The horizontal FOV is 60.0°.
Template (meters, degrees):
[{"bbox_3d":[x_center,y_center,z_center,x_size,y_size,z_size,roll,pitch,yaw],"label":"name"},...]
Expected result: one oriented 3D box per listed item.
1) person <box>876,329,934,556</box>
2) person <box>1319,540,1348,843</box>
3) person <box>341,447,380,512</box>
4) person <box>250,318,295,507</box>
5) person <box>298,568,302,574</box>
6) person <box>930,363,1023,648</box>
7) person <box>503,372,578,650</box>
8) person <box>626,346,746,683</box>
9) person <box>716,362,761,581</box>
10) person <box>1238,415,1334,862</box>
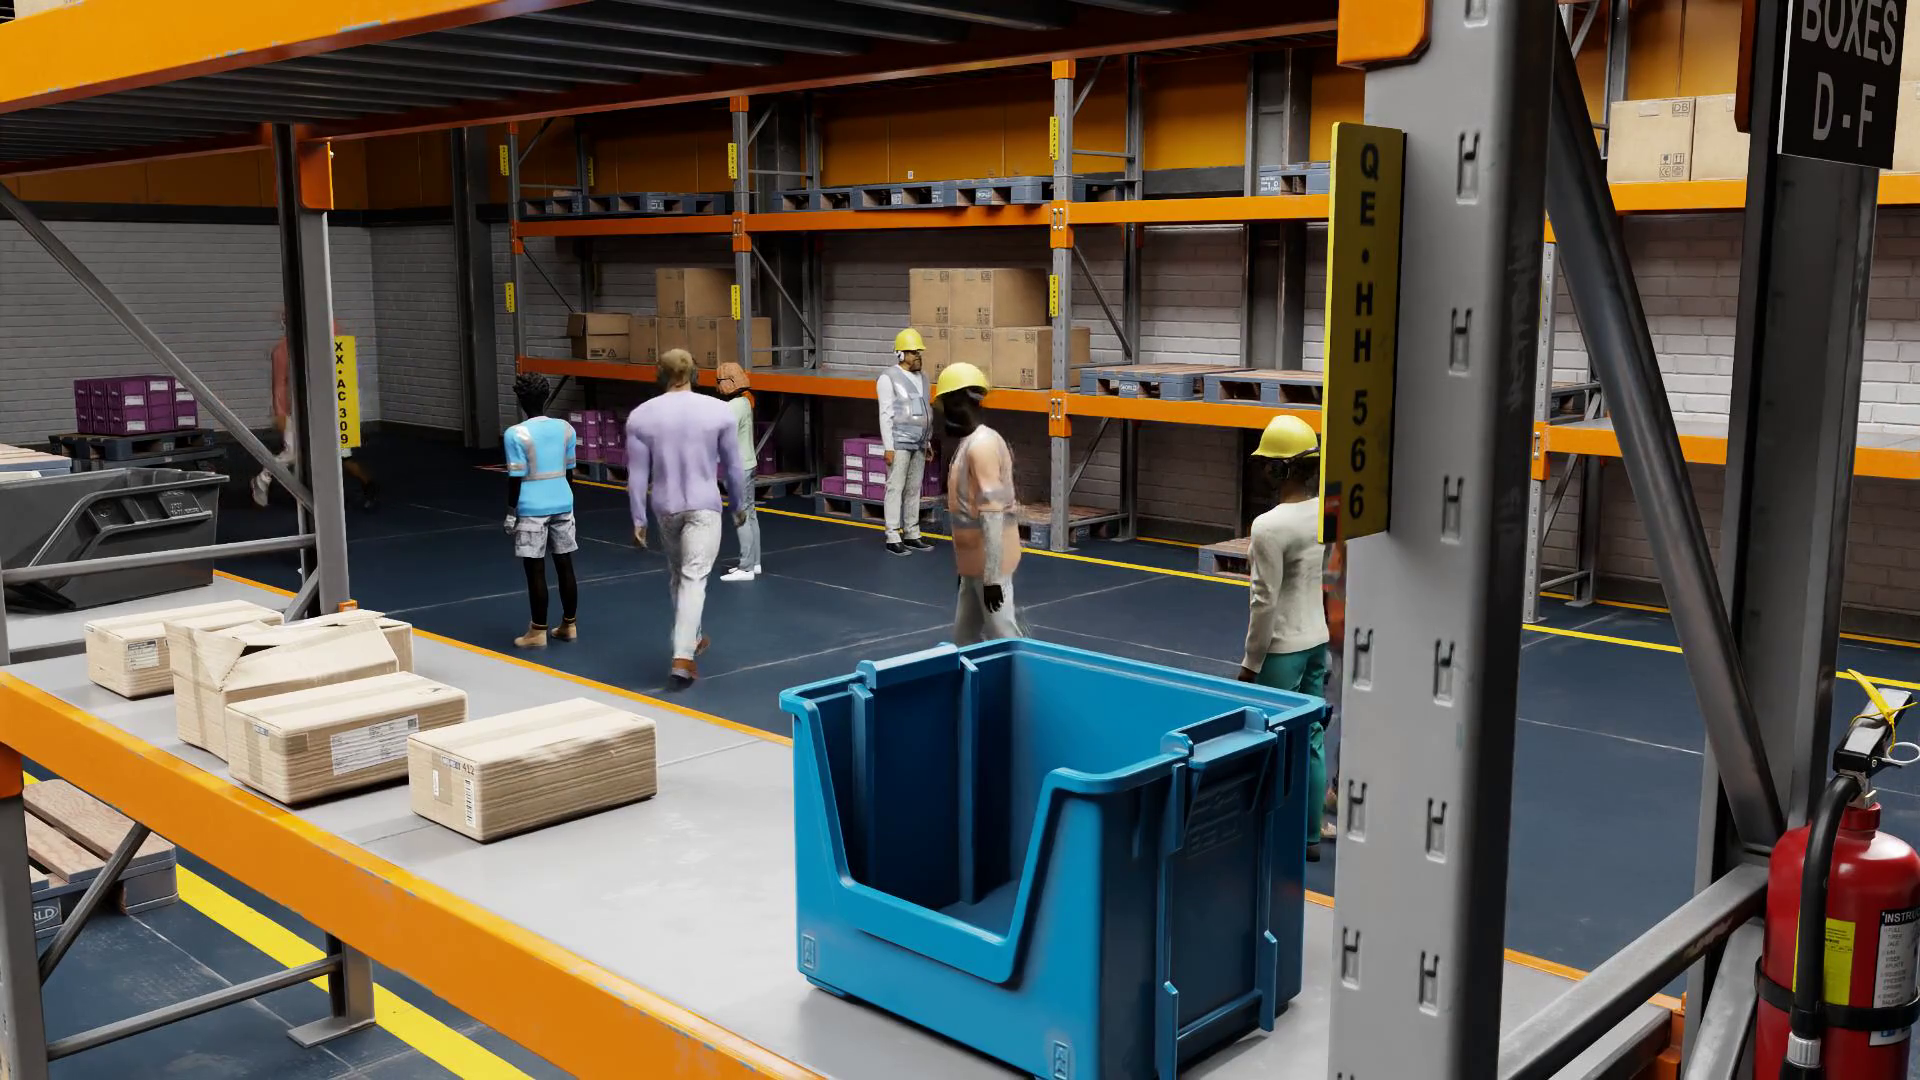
[{"bbox_3d":[-0.417,-0.797,13.527,0.403,1.835,0.588,7,11,36],"label":"person"},{"bbox_3d":[1.537,0.400,6.654,0.454,1.667,0.571,8,12,41],"label":"person"},{"bbox_3d":[-5.745,-1.114,15.286,0.566,1.905,0.798,3,10,16],"label":"person"},{"bbox_3d":[-6.384,-1.234,15.787,0.661,1.972,0.630,1,9,8],"label":"person"},{"bbox_3d":[-4.903,-0.707,12.712,0.392,1.922,0.590,-2,10,-13],"label":"person"},{"bbox_3d":[0.133,0.121,7.793,0.501,1.878,0.715,-2,9,-9],"label":"person"},{"bbox_3d":[-2.558,-0.177,10.153,0.321,1.694,0.529,7,11,35],"label":"person"},{"bbox_3d":[-1.577,-0.157,9.490,0.637,1.891,1.050,1,9,5],"label":"person"},{"bbox_3d":[-1.667,-0.511,12.428,0.289,1.626,0.498,1,9,5],"label":"person"},{"bbox_3d":[1.234,0.408,6.351,0.309,1.769,0.525,7,12,38],"label":"person"}]
